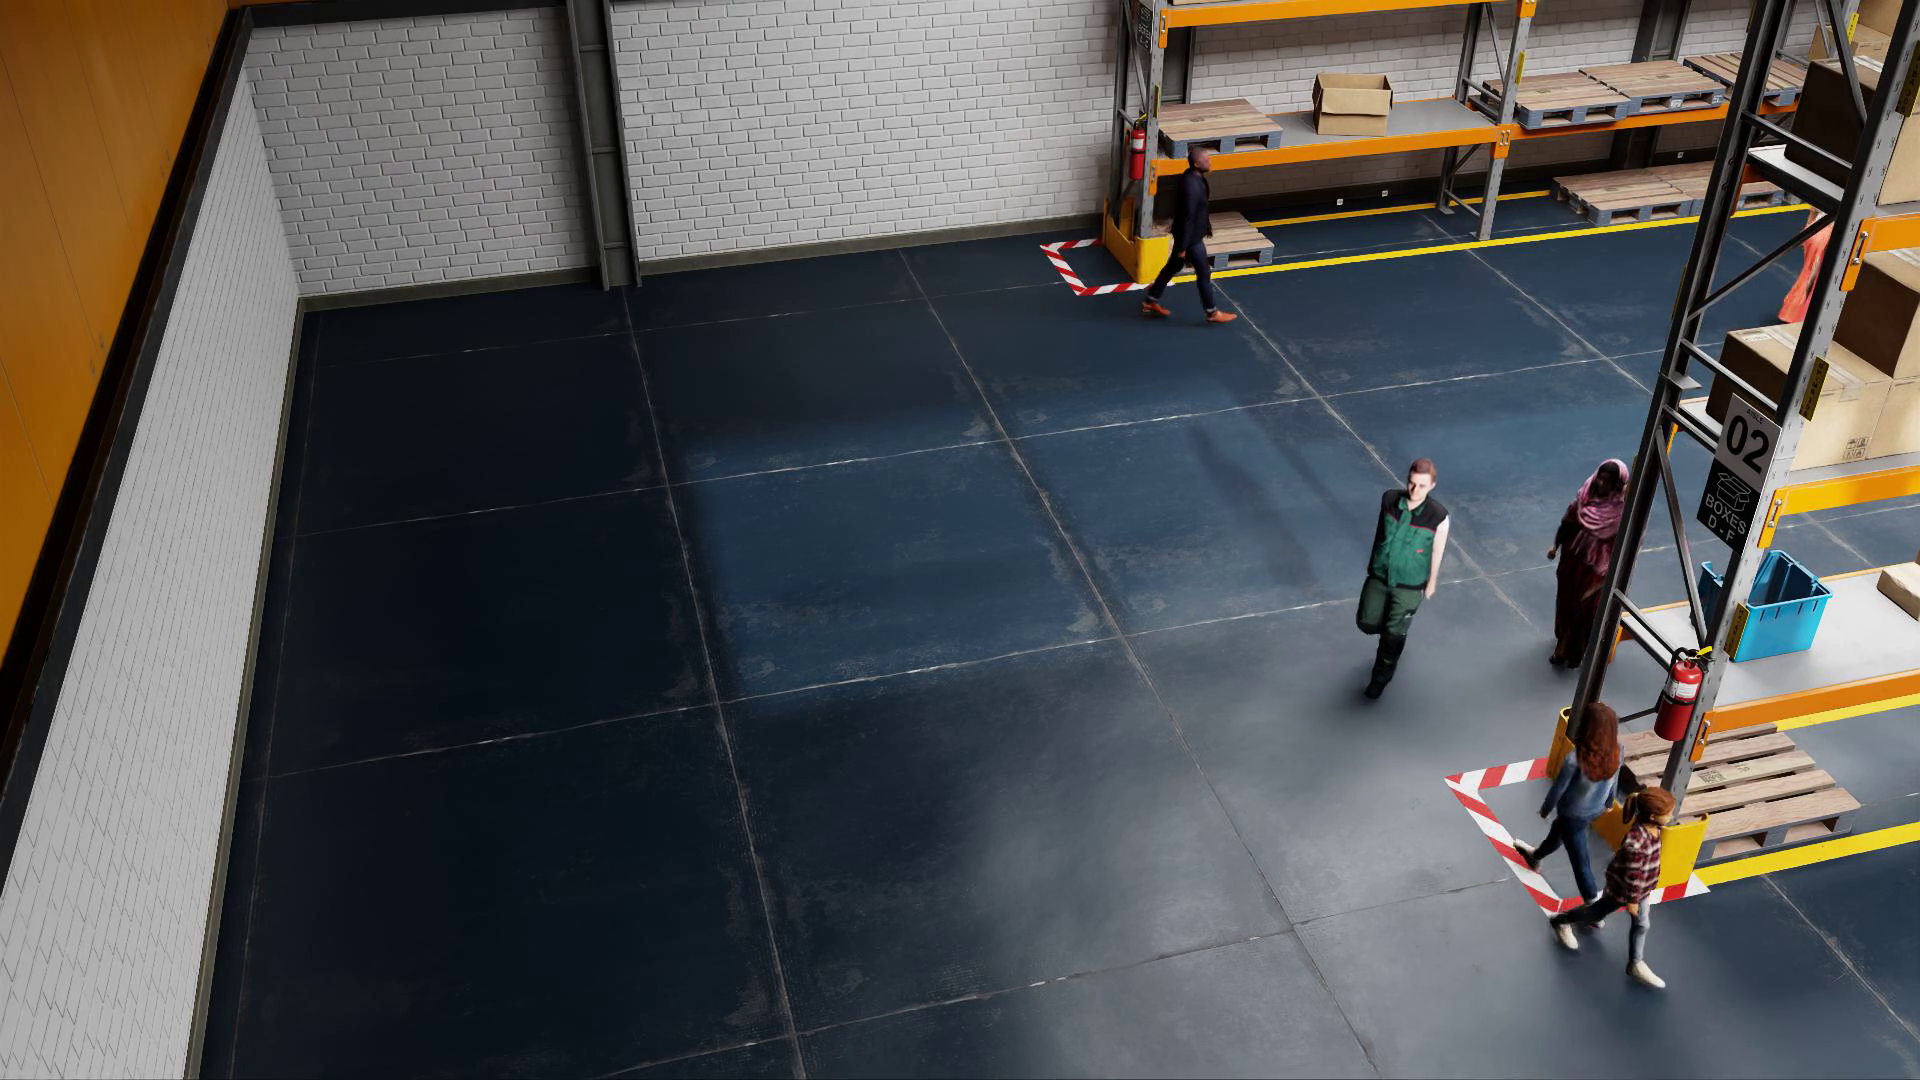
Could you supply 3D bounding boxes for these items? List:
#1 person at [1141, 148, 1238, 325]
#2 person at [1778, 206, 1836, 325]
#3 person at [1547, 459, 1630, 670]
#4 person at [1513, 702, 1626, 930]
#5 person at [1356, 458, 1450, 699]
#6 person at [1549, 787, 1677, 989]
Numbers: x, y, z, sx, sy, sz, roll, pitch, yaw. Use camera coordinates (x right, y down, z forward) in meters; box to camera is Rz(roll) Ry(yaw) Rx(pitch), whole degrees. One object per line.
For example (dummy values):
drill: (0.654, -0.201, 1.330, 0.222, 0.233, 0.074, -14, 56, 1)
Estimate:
person: (2.145, -2.942, 16.184, 1.262, 1.777, 0.953, 3, 34, 4)
person: (8.249, -2.867, 16.058, 0.751, 1.792, 0.627, -8, 34, -12)
person: (4.502, 0.094, 11.762, 0.879, 1.618, 0.776, -19, 38, -26)
person: (3.638, 1.615, 9.631, 1.001, 1.444, 0.773, -14, 36, -20)
person: (3.027, 0.214, 11.387, 0.930, 1.831, 1.019, 23, 40, 31)
person: (3.687, 1.893, 9.359, 0.941, 1.282, 0.855, -26, 41, -33)
